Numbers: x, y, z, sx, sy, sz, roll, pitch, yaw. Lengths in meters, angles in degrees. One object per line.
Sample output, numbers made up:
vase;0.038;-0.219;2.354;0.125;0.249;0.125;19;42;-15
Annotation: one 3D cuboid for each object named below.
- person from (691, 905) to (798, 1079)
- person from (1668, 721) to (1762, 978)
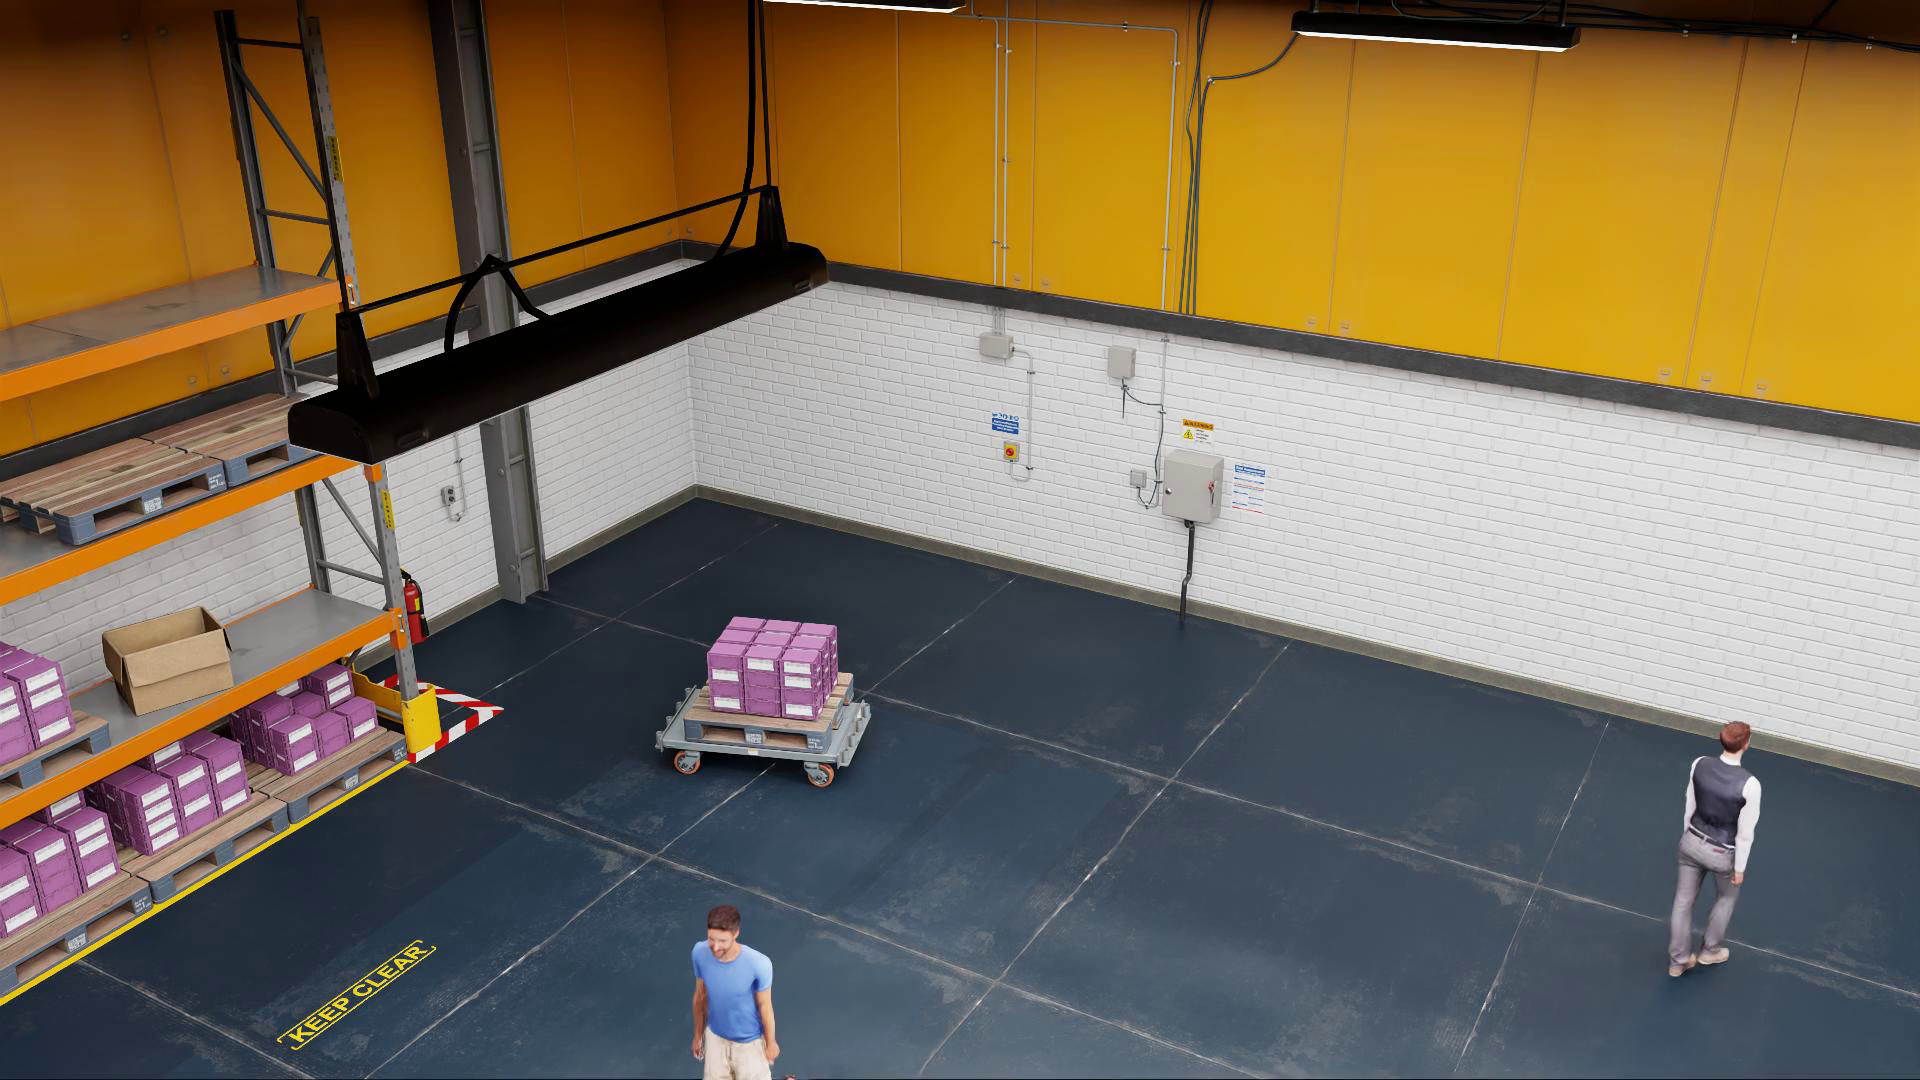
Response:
person;-1.243;2.805;9.601;0.730;1.840;0.959;10;26;22
person;4.973;2.099;11.115;0.900;1.922;0.839;-17;29;-33
